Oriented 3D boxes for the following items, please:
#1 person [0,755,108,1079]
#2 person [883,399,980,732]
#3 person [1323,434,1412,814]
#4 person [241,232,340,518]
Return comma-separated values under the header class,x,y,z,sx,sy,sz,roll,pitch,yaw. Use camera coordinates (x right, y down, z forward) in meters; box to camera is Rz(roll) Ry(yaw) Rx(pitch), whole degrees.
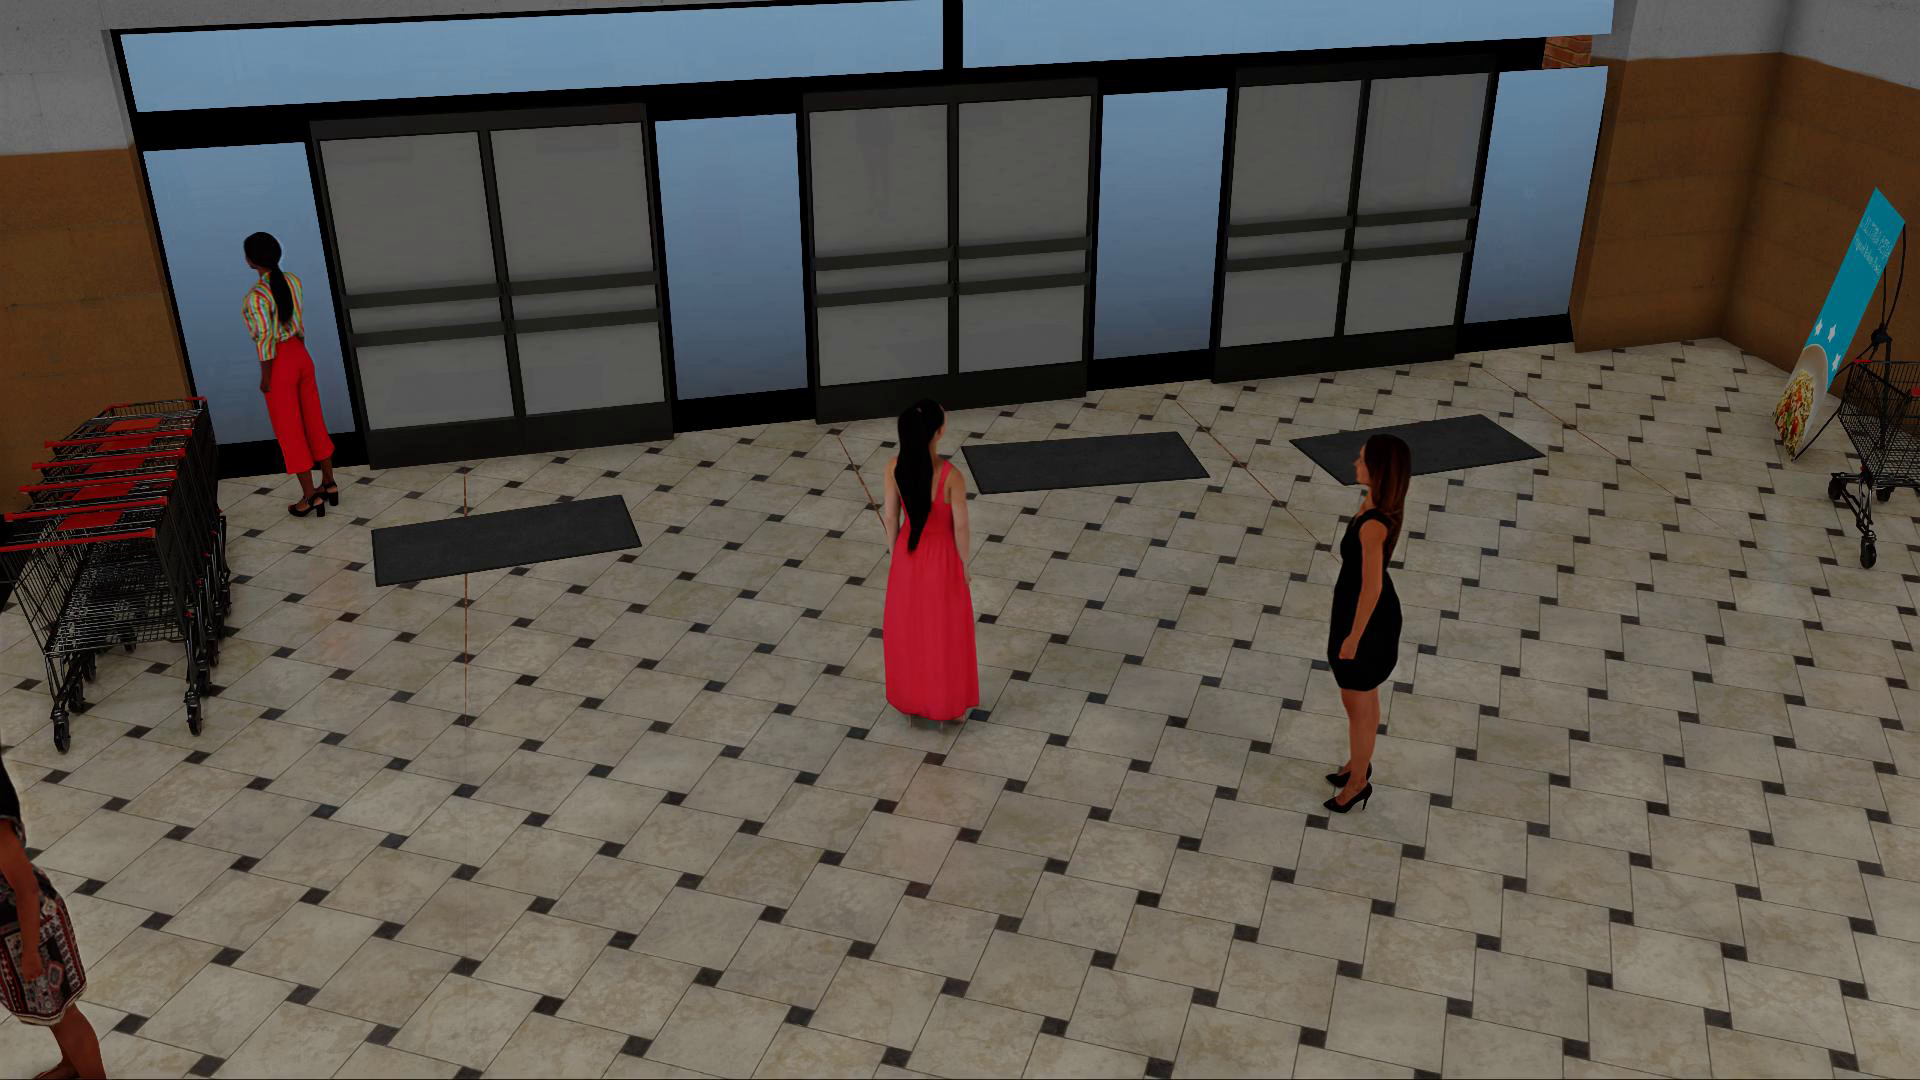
class,x,y,z,sx,sy,sz,roll,pitch,yaw
person,-3.223,1.312,5.702,0.784,1.644,0.640,-23,35,-37
person,-0.156,0.136,7.930,0.716,1.727,0.757,11,29,20
person,1.777,0.390,7.310,0.731,1.834,0.638,9,28,18
person,-4.077,-0.995,10.086,0.737,1.793,0.632,8,28,15
